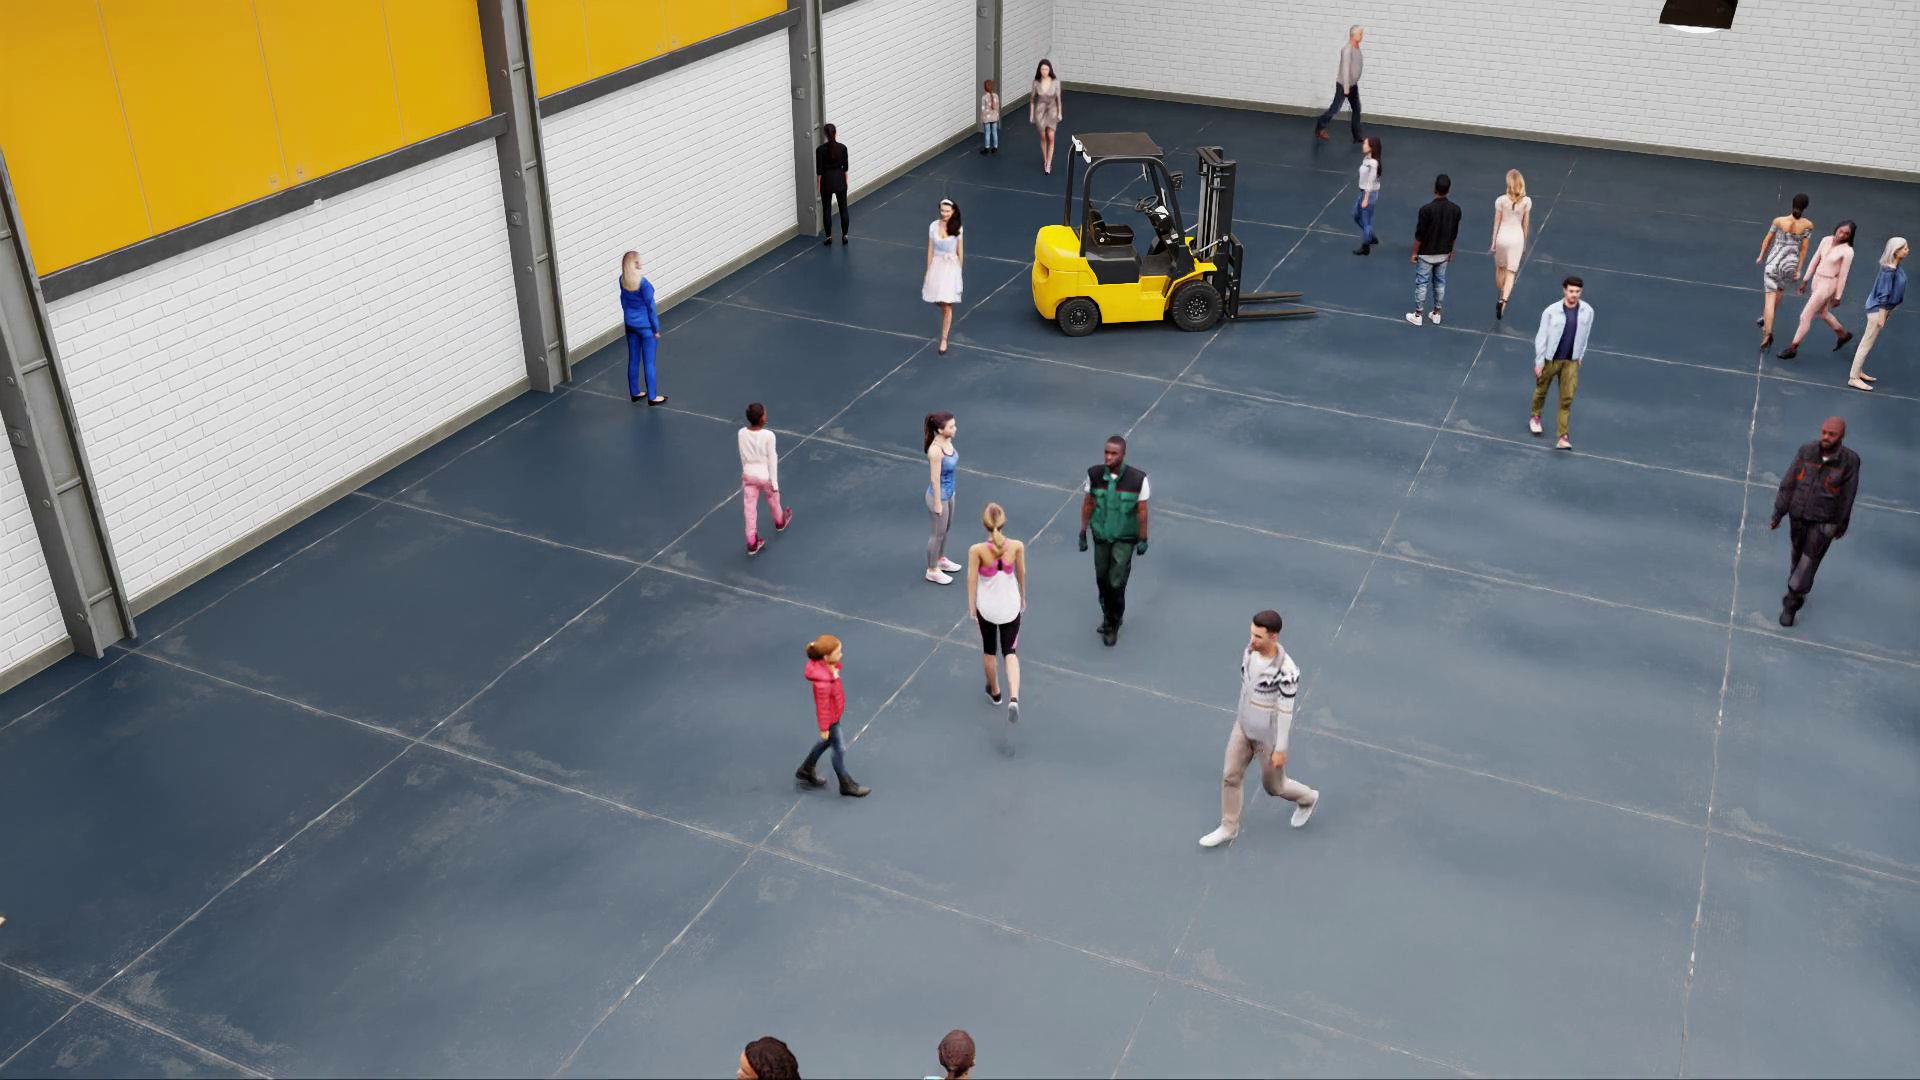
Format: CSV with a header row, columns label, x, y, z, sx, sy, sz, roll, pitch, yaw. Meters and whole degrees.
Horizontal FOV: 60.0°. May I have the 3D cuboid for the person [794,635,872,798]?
label,x,y,z,sx,sy,sz,roll,pitch,yaw
person,-0.980,1.243,11.792,0.746,1.300,0.801,2,29,3

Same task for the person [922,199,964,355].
label,x,y,z,sx,sy,sz,roll,pitch,yaw
person,-0.170,-3.077,19.189,0.799,1.801,1.049,6,29,10

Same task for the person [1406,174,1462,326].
label,x,y,z,sx,sy,sz,roll,pitch,yaw
person,5.676,-3.468,19.897,0.789,1.810,0.801,-4,29,-7

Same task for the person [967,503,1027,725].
label,x,y,z,sx,sy,sz,roll,pitch,yaw
person,0.303,0.584,12.512,0.962,1.768,1.098,-4,29,-8

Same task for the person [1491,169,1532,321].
label,x,y,z,sx,sy,sz,roll,pitch,yaw
person,6.578,-3.496,19.965,0.700,1.794,1.122,11,30,19

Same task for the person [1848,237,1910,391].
label,x,y,z,sx,sy,sz,roll,pitch,yaw
person,10.081,-2.506,18.253,0.693,1.694,0.532,16,33,27

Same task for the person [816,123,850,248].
label,x,y,z,sx,sy,sz,roll,pitch,yaw
person,-1.713,-4.795,22.483,0.692,1.662,0.734,-7,29,-12

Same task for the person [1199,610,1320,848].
label,x,y,z,sx,sy,sz,roll,pitch,yaw
person,2.112,1.255,11.209,1.225,1.839,1.084,-15,32,-26

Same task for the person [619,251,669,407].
label,x,y,z,sx,sy,sz,roll,pitch,yaw
person,-3.430,-2.274,17.824,0.651,1.699,0.591,18,33,29

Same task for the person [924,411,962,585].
label,x,y,z,sx,sy,sz,roll,pitch,yaw
person,-0.163,-0.385,14.457,0.646,1.607,0.498,8,30,14

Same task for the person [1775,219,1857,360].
label,x,y,z,sx,sy,sz,roll,pitch,yaw
person,9.879,-2.828,18.860,1.115,1.678,1.180,-3,29,-5

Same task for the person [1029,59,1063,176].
label,x,y,z,sx,sy,sz,roll,pitch,yaw
person,1.334,-6.540,25.624,0.759,1.717,0.890,5,29,9

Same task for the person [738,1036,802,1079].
label,x,y,z,sx,sy,sz,roll,pitch,yaw
person,-0.914,3.059,8.132,0.771,1.617,0.715,-11,31,-19

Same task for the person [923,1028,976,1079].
label,x,y,z,sx,sy,sz,roll,pitch,yaw
person,-0.062,3.109,8.141,0.611,1.521,1.052,11,30,19

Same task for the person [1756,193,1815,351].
label,x,y,z,sx,sy,sz,roll,pitch,yaw
person,9.470,-3.060,19.193,0.746,1.767,1.145,7,29,12

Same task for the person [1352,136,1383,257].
label,x,y,z,sx,sy,sz,roll,pitch,yaw
person,5.507,-4.567,22.107,0.779,1.623,0.676,1,29,3

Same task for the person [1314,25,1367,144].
label,x,y,z,sx,sy,sz,roll,pitch,yaw
person,6.208,-7.388,27.025,0.961,1.865,1.226,19,34,31

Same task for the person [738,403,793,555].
label,x,y,z,sx,sy,sz,roll,pitch,yaw
person,-1.837,-0.543,14.948,0.639,1.415,0.967,9,30,16

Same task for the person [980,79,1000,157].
label,x,y,z,sx,sy,sz,roll,pitch,yaw
person,0.481,-6.746,26.549,0.551,1.194,0.620,-13,31,-22

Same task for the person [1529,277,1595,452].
label,x,y,z,sx,sy,sz,roll,pitch,yaw
person,6.084,-1.852,16.981,0.961,1.765,1.240,2,29,4

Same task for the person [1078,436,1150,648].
label,x,y,z,sx,sy,sz,roll,pitch,yaw
person,1.289,-0.052,13.619,0.683,1.823,0.719,12,31,21

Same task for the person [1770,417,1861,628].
label,x,y,z,sx,sy,sz,roll,pitch,yaw
person,7.227,-0.242,13.996,0.944,1.797,1.175,25,37,38
